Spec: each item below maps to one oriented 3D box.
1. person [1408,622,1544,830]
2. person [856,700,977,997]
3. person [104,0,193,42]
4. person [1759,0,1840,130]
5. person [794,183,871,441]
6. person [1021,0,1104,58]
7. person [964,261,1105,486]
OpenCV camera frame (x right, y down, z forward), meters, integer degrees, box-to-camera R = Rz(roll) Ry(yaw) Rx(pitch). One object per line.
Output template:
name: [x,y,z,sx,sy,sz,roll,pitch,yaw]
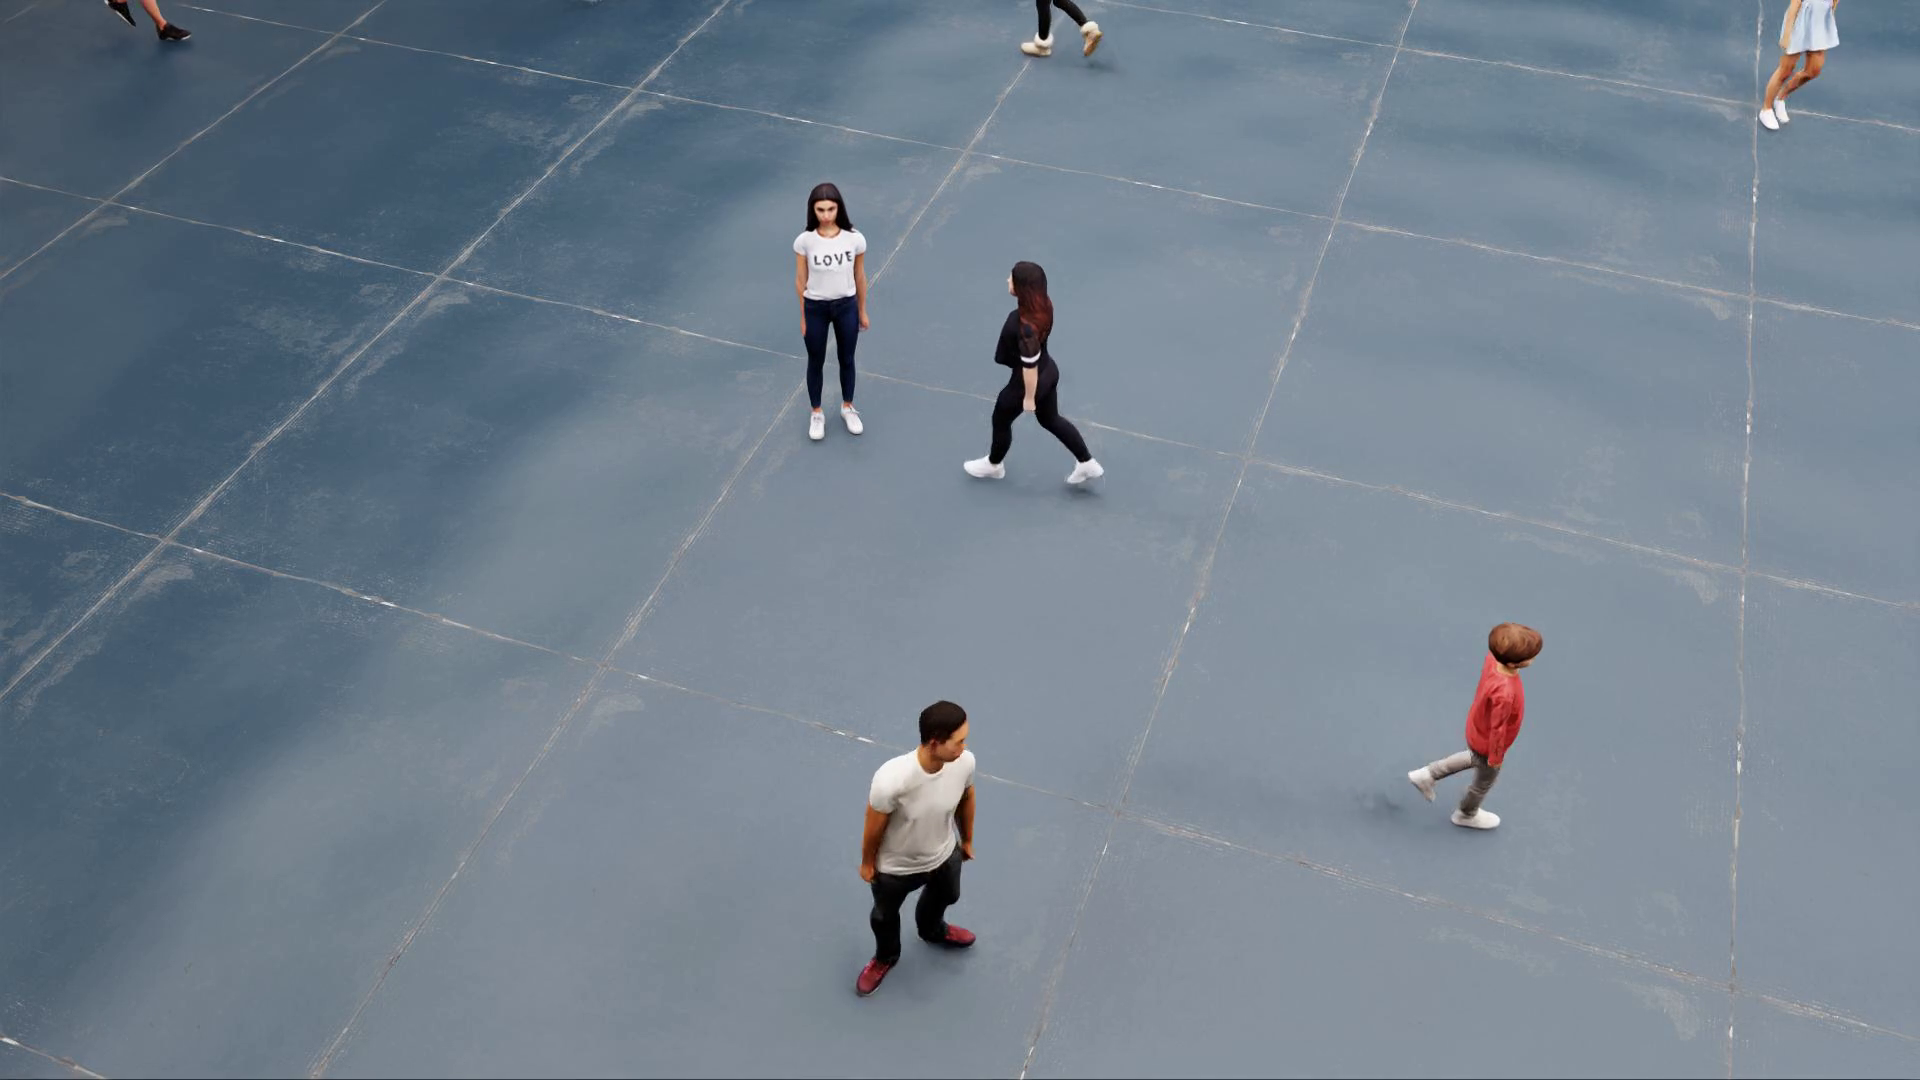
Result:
person: [2.502,0.917,8.061,0.750,1.403,0.594,6,43,7]
person: [-0.253,1.362,7.313,0.816,1.774,0.860,-8,44,-9]
person: [-7.245,-5.187,14.273,1.064,1.847,0.840,3,43,3]
person: [6.680,-4.117,13.222,0.685,1.719,0.772,-8,44,-8]
person: [-0.800,-1.413,10.284,0.624,1.774,0.730,-7,44,-8]
person: [0.889,-4.817,14.028,0.988,1.641,0.675,19,46,19]
person: [0.499,-0.936,9.897,1.127,1.606,0.683,10,44,11]
